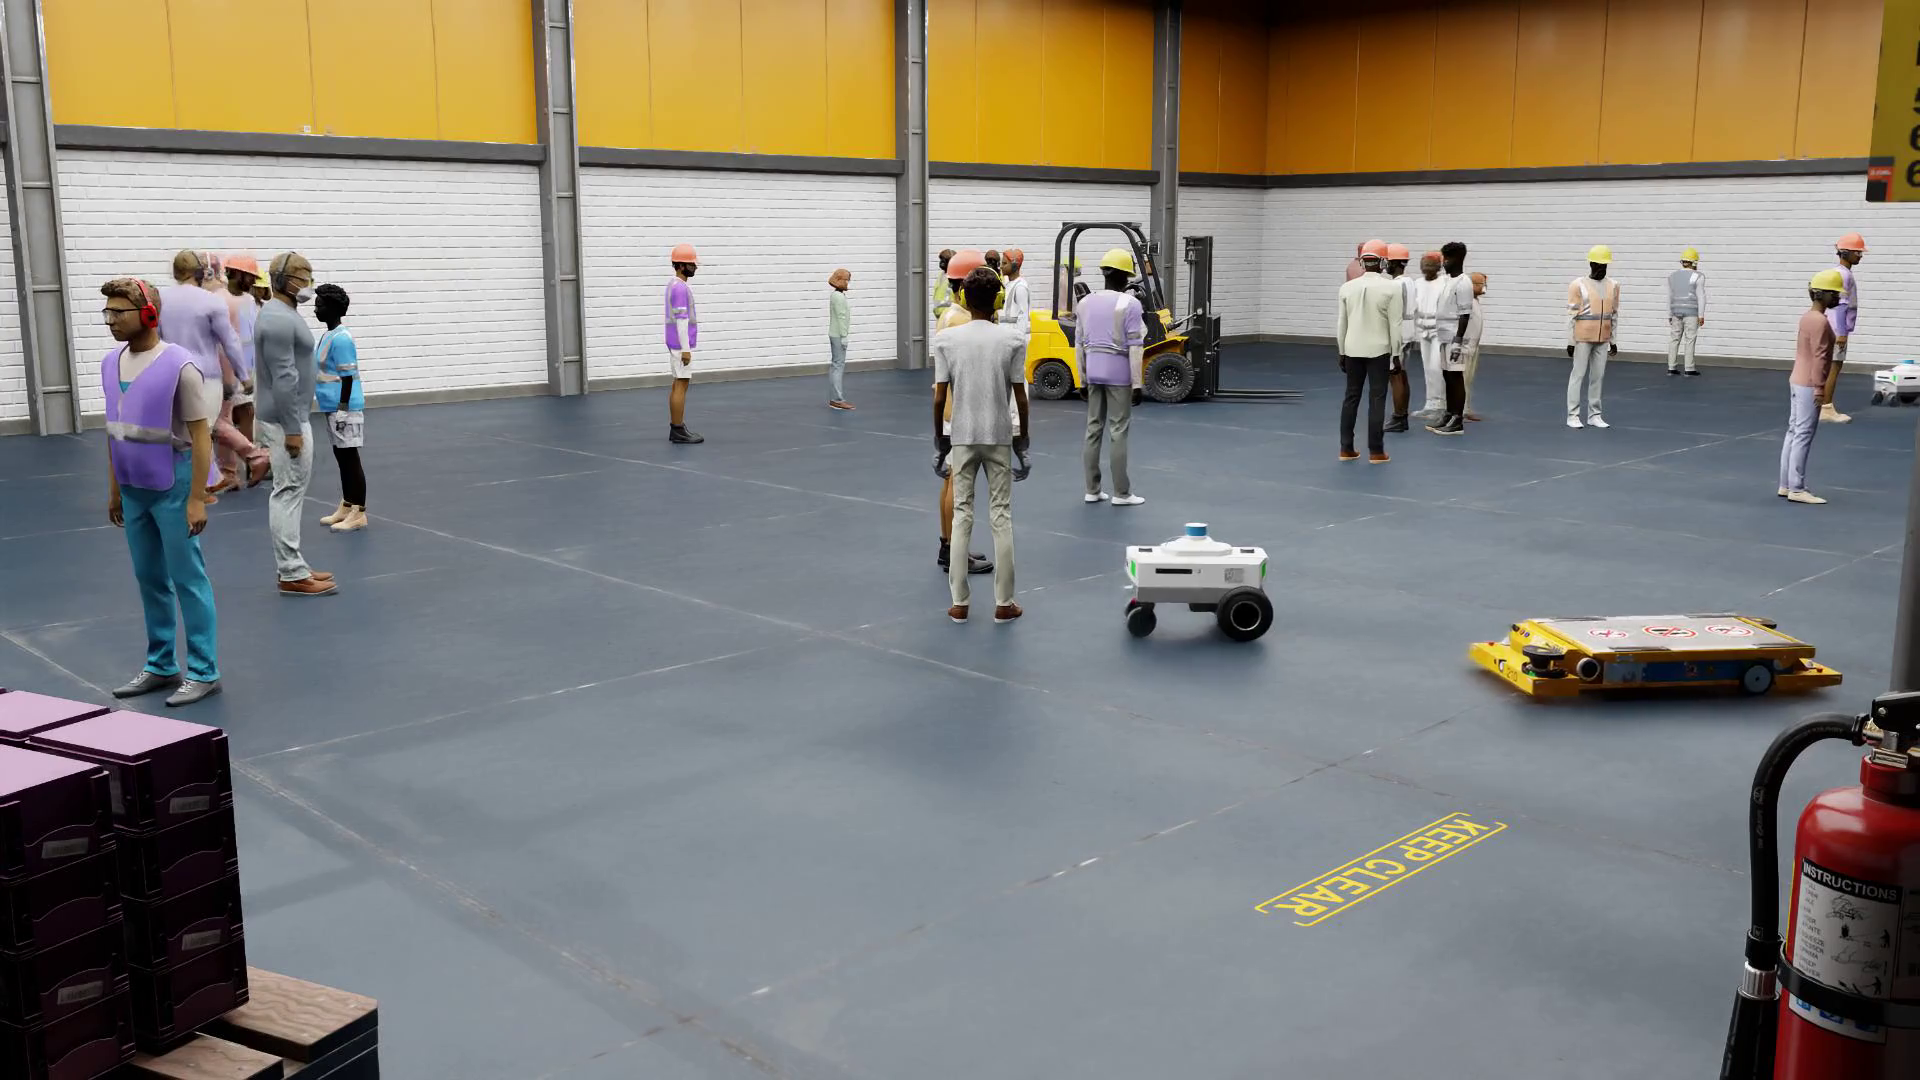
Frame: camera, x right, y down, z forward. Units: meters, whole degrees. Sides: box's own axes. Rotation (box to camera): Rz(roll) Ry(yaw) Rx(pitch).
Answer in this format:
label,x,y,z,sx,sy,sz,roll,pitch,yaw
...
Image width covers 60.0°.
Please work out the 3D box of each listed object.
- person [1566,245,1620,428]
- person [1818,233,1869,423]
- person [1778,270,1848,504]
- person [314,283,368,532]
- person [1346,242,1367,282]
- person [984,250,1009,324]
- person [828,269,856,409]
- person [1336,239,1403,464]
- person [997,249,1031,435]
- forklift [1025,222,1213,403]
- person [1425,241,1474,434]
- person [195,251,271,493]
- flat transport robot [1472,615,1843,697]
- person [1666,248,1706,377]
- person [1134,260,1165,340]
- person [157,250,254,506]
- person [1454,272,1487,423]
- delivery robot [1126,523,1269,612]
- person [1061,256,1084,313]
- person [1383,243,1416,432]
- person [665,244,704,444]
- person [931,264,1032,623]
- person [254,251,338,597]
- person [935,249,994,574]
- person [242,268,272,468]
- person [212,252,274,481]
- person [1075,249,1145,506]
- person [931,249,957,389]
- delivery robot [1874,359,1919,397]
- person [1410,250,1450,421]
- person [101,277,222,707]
label,x,y,z,sx,sy,sz,roll,pitch,yaw
person,6.649,-2.125,17.468,0.585,1.922,0.391,-3,11,-14
person,9.552,-2.287,18.013,0.374,2.040,0.615,4,11,22
person,6.491,-1.163,12.645,0.332,1.763,0.527,3,11,15
person,-4.267,-0.906,11.428,0.318,1.696,0.532,-6,12,-31
person,6.459,-3.805,26.655,0.407,1.910,0.639,-4,11,-21
person,0.395,-2.763,21.174,0.619,1.839,0.430,-2,11,-9
person,-1.400,-2.351,19.474,0.278,1.633,0.499,-3,11,-14
person,3.665,-1.678,14.862,0.619,1.987,0.406,9,14,41
person,0.538,-2.003,16.900,0.354,1.883,0.576,-2,11,-12
forklift,1.935,-2.847,20.651,2.313,2.155,1.214,2,11,13
person,5.029,-2.059,16.984,0.367,1.964,0.603,0,10,2
person,-5.778,-1.299,13.014,0.509,1.899,0.640,-5,11,-25
flat transport robot,3.153,0.513,7.574,1.431,0.197,0.652,-1,10,-6
person,10.426,-3.256,23.858,0.403,1.837,0.590,-7,12,-33
person,3.011,-3.640,26.499,0.500,1.636,0.280,2,11,13
person,-5.674,-1.219,12.570,0.645,1.908,0.851,3,11,15
person,5.530,-2.085,18.029,0.268,1.631,0.507,6,12,29
delivery robot,1.202,0.156,8.490,0.707,0.478,0.477,1,10,4
person,1.466,-3.097,23.280,0.745,1.743,0.520,-4,11,-19
person,4.479,-2.077,17.151,0.379,1.937,0.548,6,12,31
person,-2.687,-1.912,16.252,0.375,1.935,0.551,-3,11,-15
person,0.114,-0.493,8.697,0.532,1.871,0.321,1,10,5
person,-3.772,-0.652,9.394,0.378,1.934,0.629,-4,11,-19
person,0.037,-0.770,10.024,0.364,1.935,0.553,-1,10,-6
person,-6.103,-1.493,14.507,0.323,1.738,0.493,2,11,12
person,-6.098,-1.445,13.856,0.866,1.895,0.547,1,10,8
person,1.137,-1.213,12.499,0.587,1.916,0.392,9,14,42
person,-0.136,-2.866,21.720,0.430,1.843,0.625,-6,12,-29
delivery robot,11.249,-1.908,19.745,0.707,0.478,0.477,-3,11,-14
person,5.177,-2.237,18.272,0.539,1.859,0.613,-8,13,-37
person,-3.455,-0.207,7.205,0.568,1.843,0.374,5,12,27
